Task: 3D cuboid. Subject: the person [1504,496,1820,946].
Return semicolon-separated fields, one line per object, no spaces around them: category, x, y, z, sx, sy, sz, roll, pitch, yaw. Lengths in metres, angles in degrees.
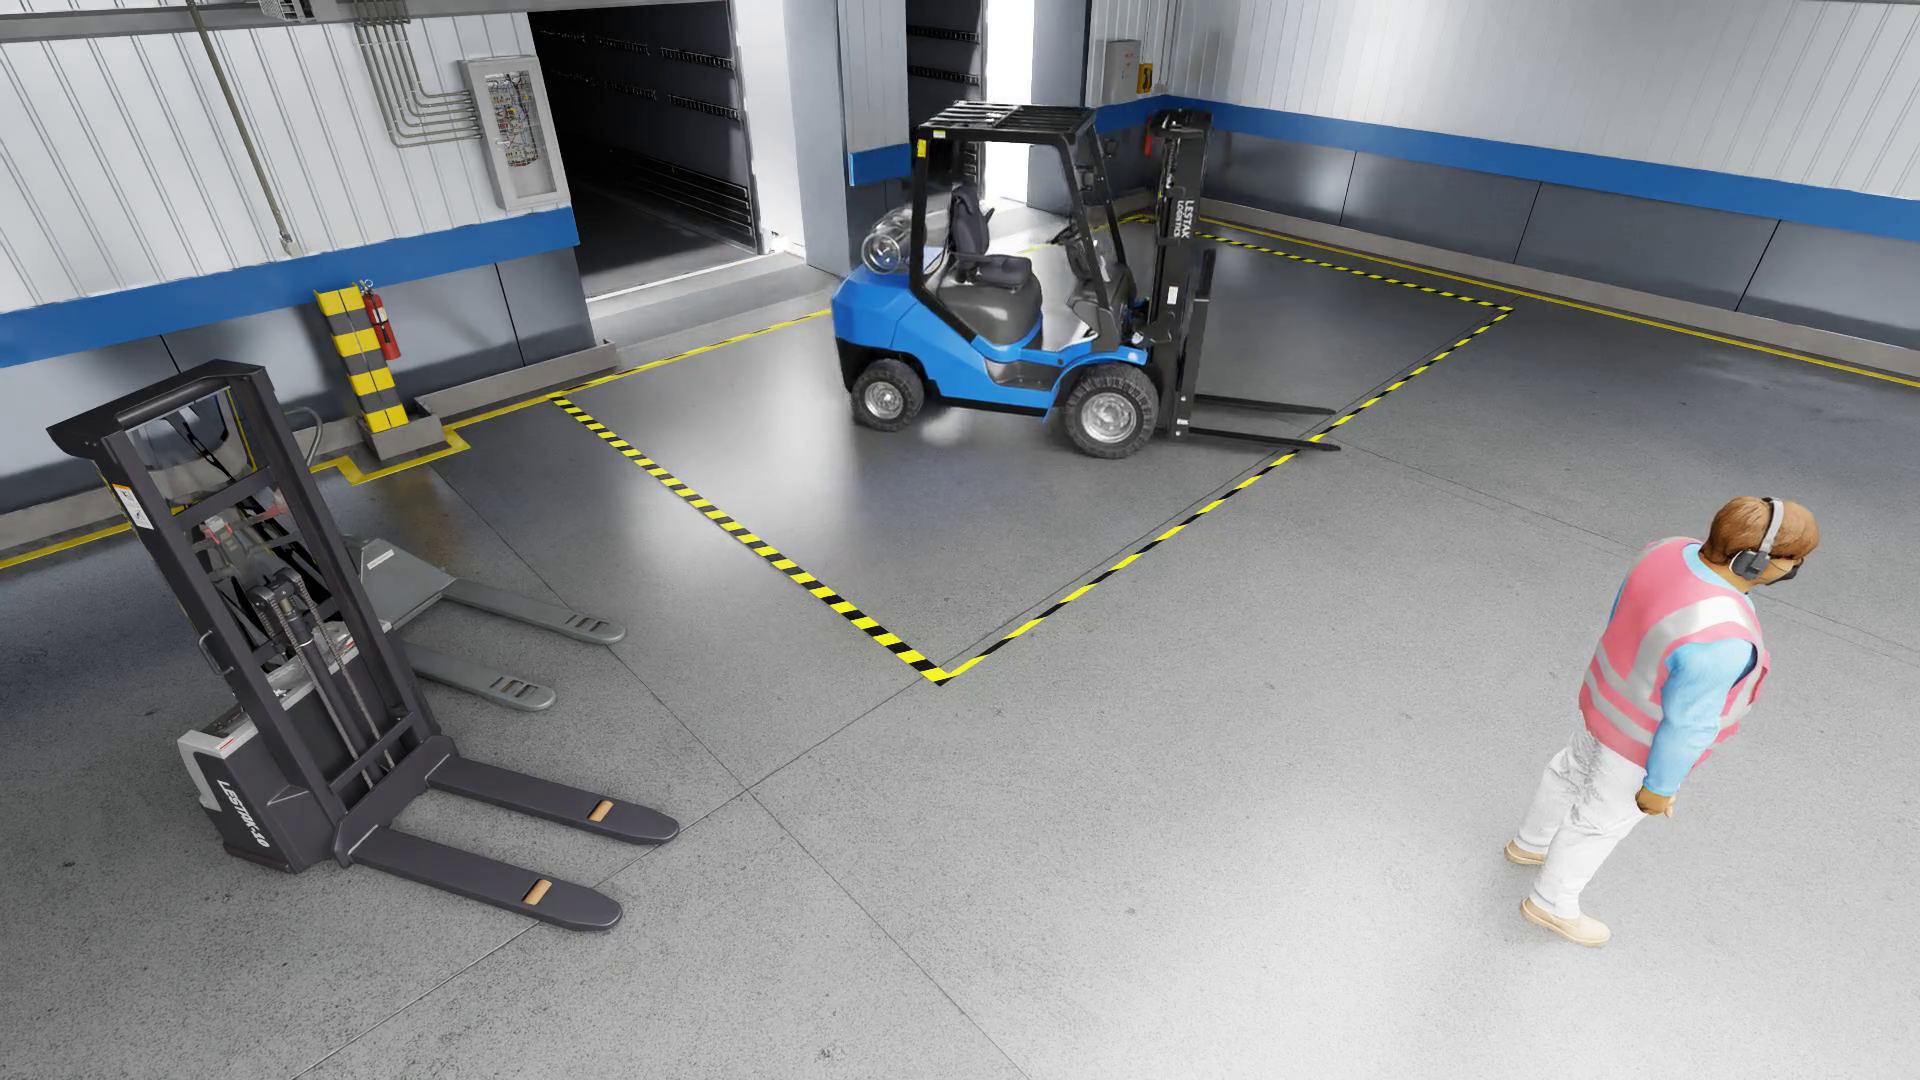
person;2.360;0.645;3.162;0.429;1.841;0.635;10;35;14

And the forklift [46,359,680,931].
forklift;-2.135;0.422;3.354;1.885;1.965;0.823;10;35;14

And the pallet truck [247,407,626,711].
pallet truck;-2.628;0.038;4.590;1.601;1.201;0.680;12;36;18

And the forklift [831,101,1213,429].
forklift;0.440;-2.002;6.601;2.680;2.036;1.157;9;35;13
